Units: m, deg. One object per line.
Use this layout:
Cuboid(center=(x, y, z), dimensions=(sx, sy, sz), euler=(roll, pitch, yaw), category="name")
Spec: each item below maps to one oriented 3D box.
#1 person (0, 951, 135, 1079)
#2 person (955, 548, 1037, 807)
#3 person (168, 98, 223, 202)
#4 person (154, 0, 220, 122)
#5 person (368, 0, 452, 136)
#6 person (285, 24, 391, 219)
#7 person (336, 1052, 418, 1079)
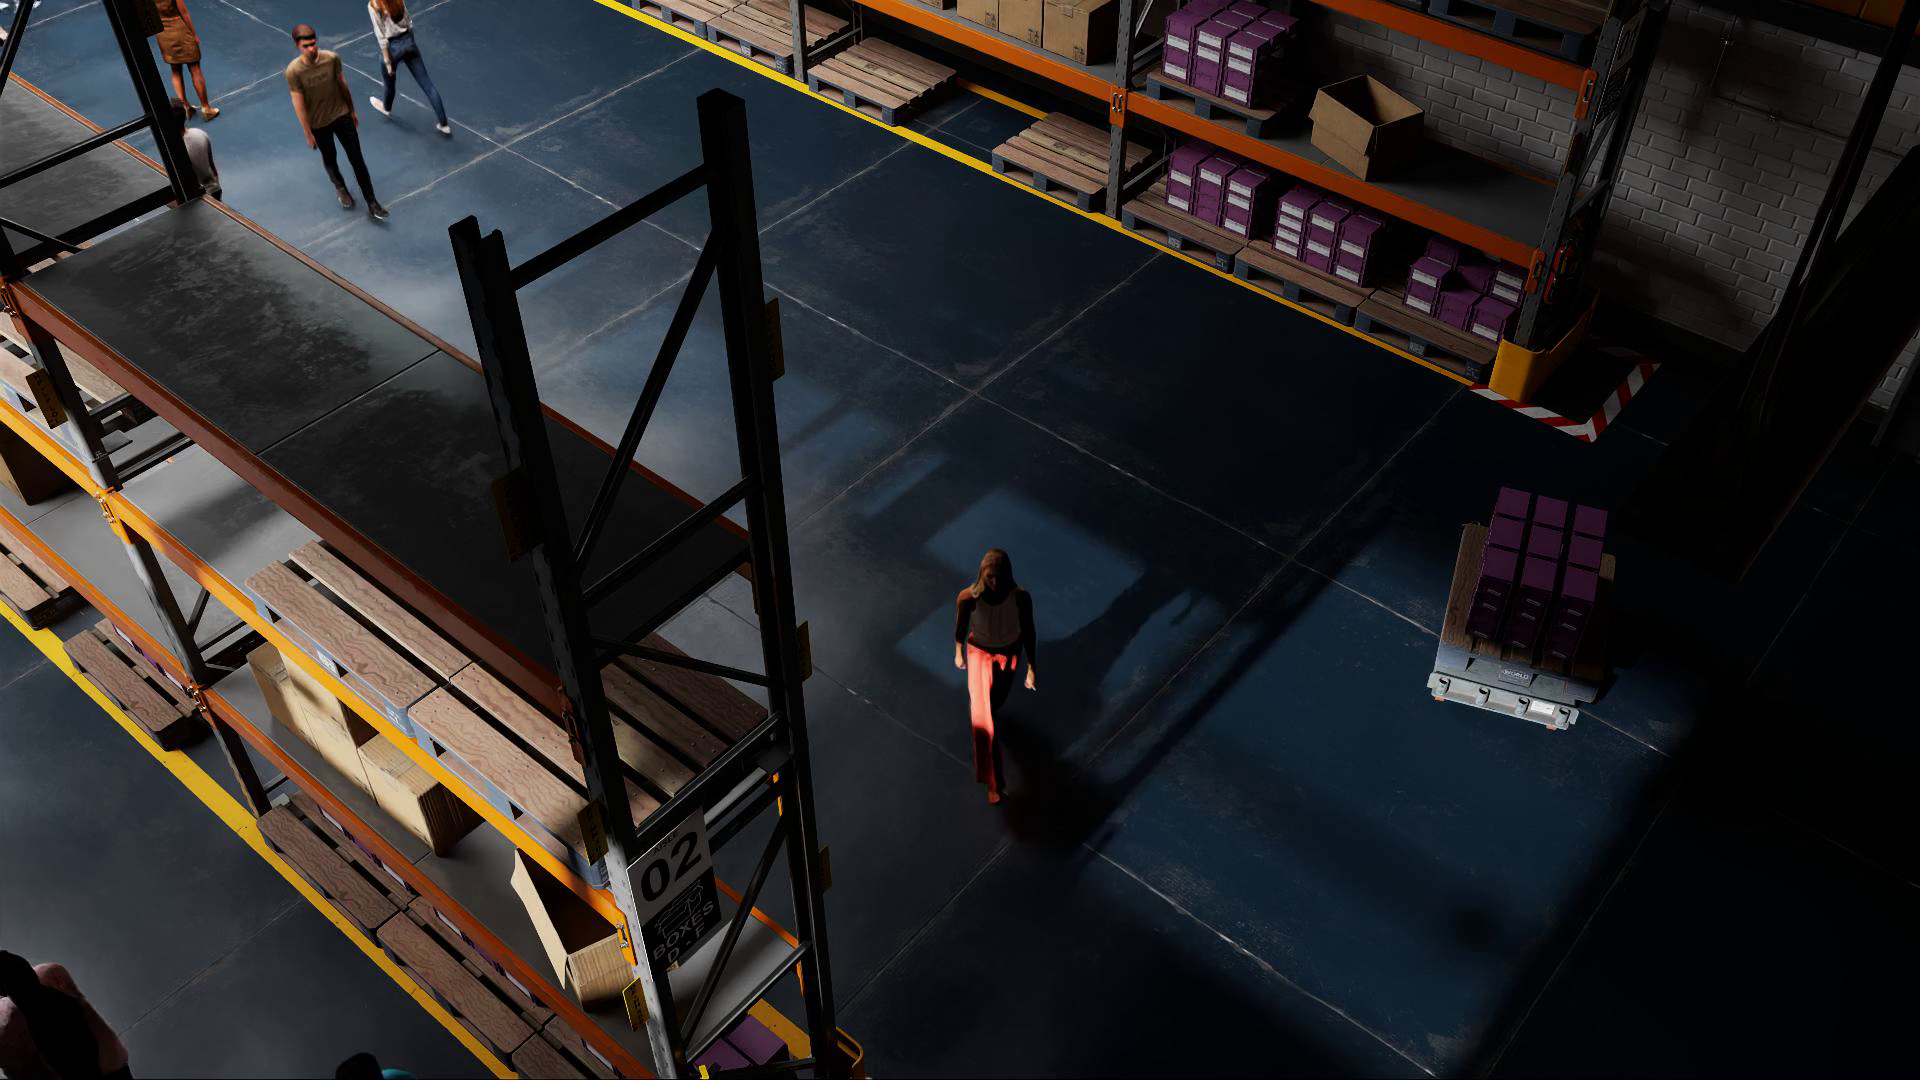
Cuboid(center=(-4.543, 2.578, 8.311), dimensions=(1.157, 1.720, 0.905), euler=(14, 45, 14), category="person")
Cuboid(center=(0.216, 0.668, 10.298), dimensions=(1.228, 1.745, 1.271), euler=(-2, 44, -2), category="person")
Cuboid(center=(-6.398, -2.920, 14.091), dimensions=(0.821, 1.709, 0.701), euler=(20, 47, 20), category="person")
Cuboid(center=(-7.633, -4.900, 16.188), dimensions=(0.604, 1.683, 0.701), euler=(5, 44, 6), category="person")
Cuboid(center=(-5.308, -4.636, 15.921), dimensions=(1.175, 1.669, 0.613), euler=(31, 52, 29), category="person")
Cuboid(center=(-5.696, -3.796, 14.931), dimensions=(0.865, 1.820, 1.154), euler=(-27, 50, -26), category="person")
Cuboid(center=(-2.776, 2.895, 7.971), dimensions=(1.122, 1.731, 0.666), euler=(34, 53, 31), category="person")
